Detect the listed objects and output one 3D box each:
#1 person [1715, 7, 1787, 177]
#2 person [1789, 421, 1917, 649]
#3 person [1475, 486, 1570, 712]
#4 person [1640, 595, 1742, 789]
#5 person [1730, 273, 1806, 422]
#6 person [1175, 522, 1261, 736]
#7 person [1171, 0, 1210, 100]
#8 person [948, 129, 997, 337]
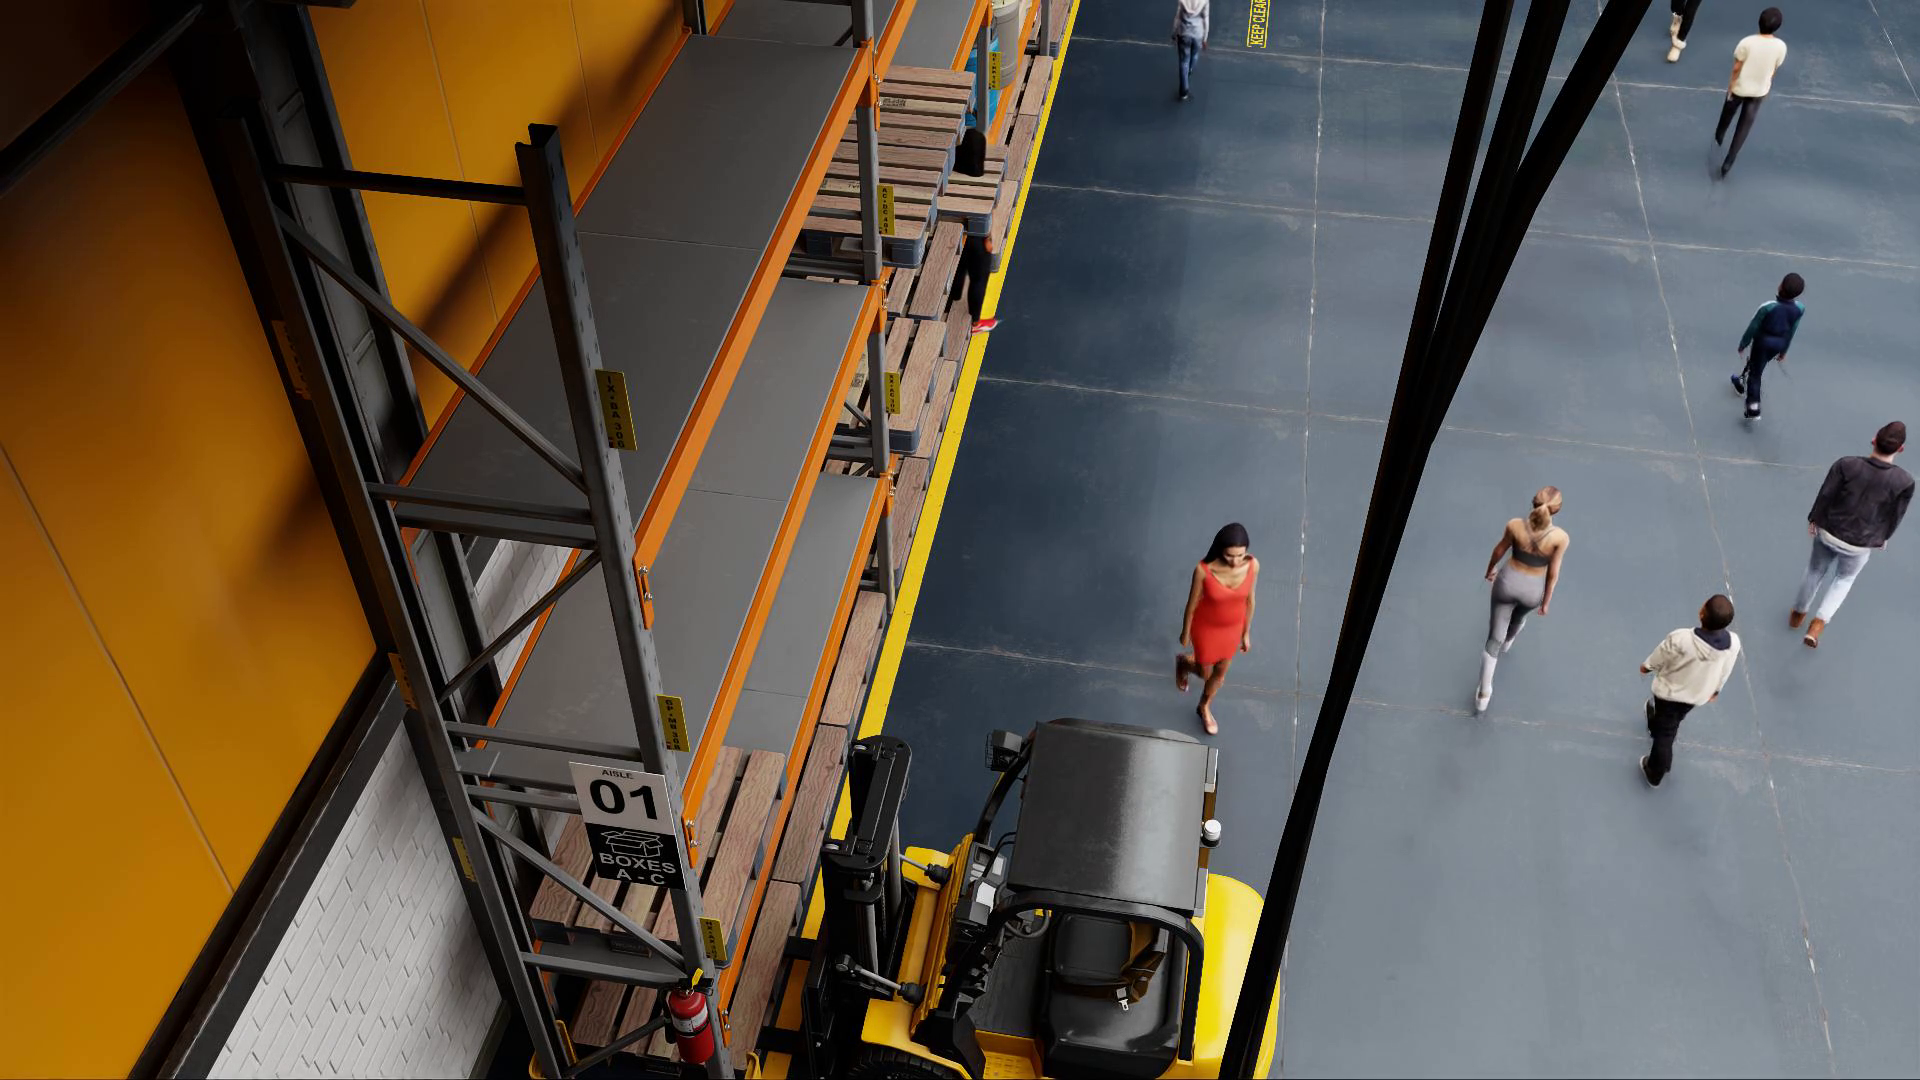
[{"bbox_3d":[7.301,-4.109,15.401,0.702,1.550,1.030,14,45,14],"label":"person"},{"bbox_3d":[5.795,0.010,10.878,0.834,1.825,0.954,23,48,22],"label":"person"},{"bbox_3d":[3.534,0.383,10.607,0.757,1.659,1.165,17,46,17],"label":"person"},{"bbox_3d":[4.441,0.963,10.169,0.685,1.422,0.930,0,44,0],"label":"person"},{"bbox_3d":[6.263,-1.491,12.882,0.616,1.234,0.917,-1,44,-1],"label":"person"},{"bbox_3d":[1.598,0.481,10.469,0.764,1.707,0.884,-9,44,-9],"label":"person"},{"bbox_3d":[2.290,-5.009,16.581,0.574,1.225,0.882,1,44,1],"label":"person"},{"bbox_3d":[0.067,-2.505,13.526,0.822,1.814,0.774,-30,51,-27],"label":"person"}]
